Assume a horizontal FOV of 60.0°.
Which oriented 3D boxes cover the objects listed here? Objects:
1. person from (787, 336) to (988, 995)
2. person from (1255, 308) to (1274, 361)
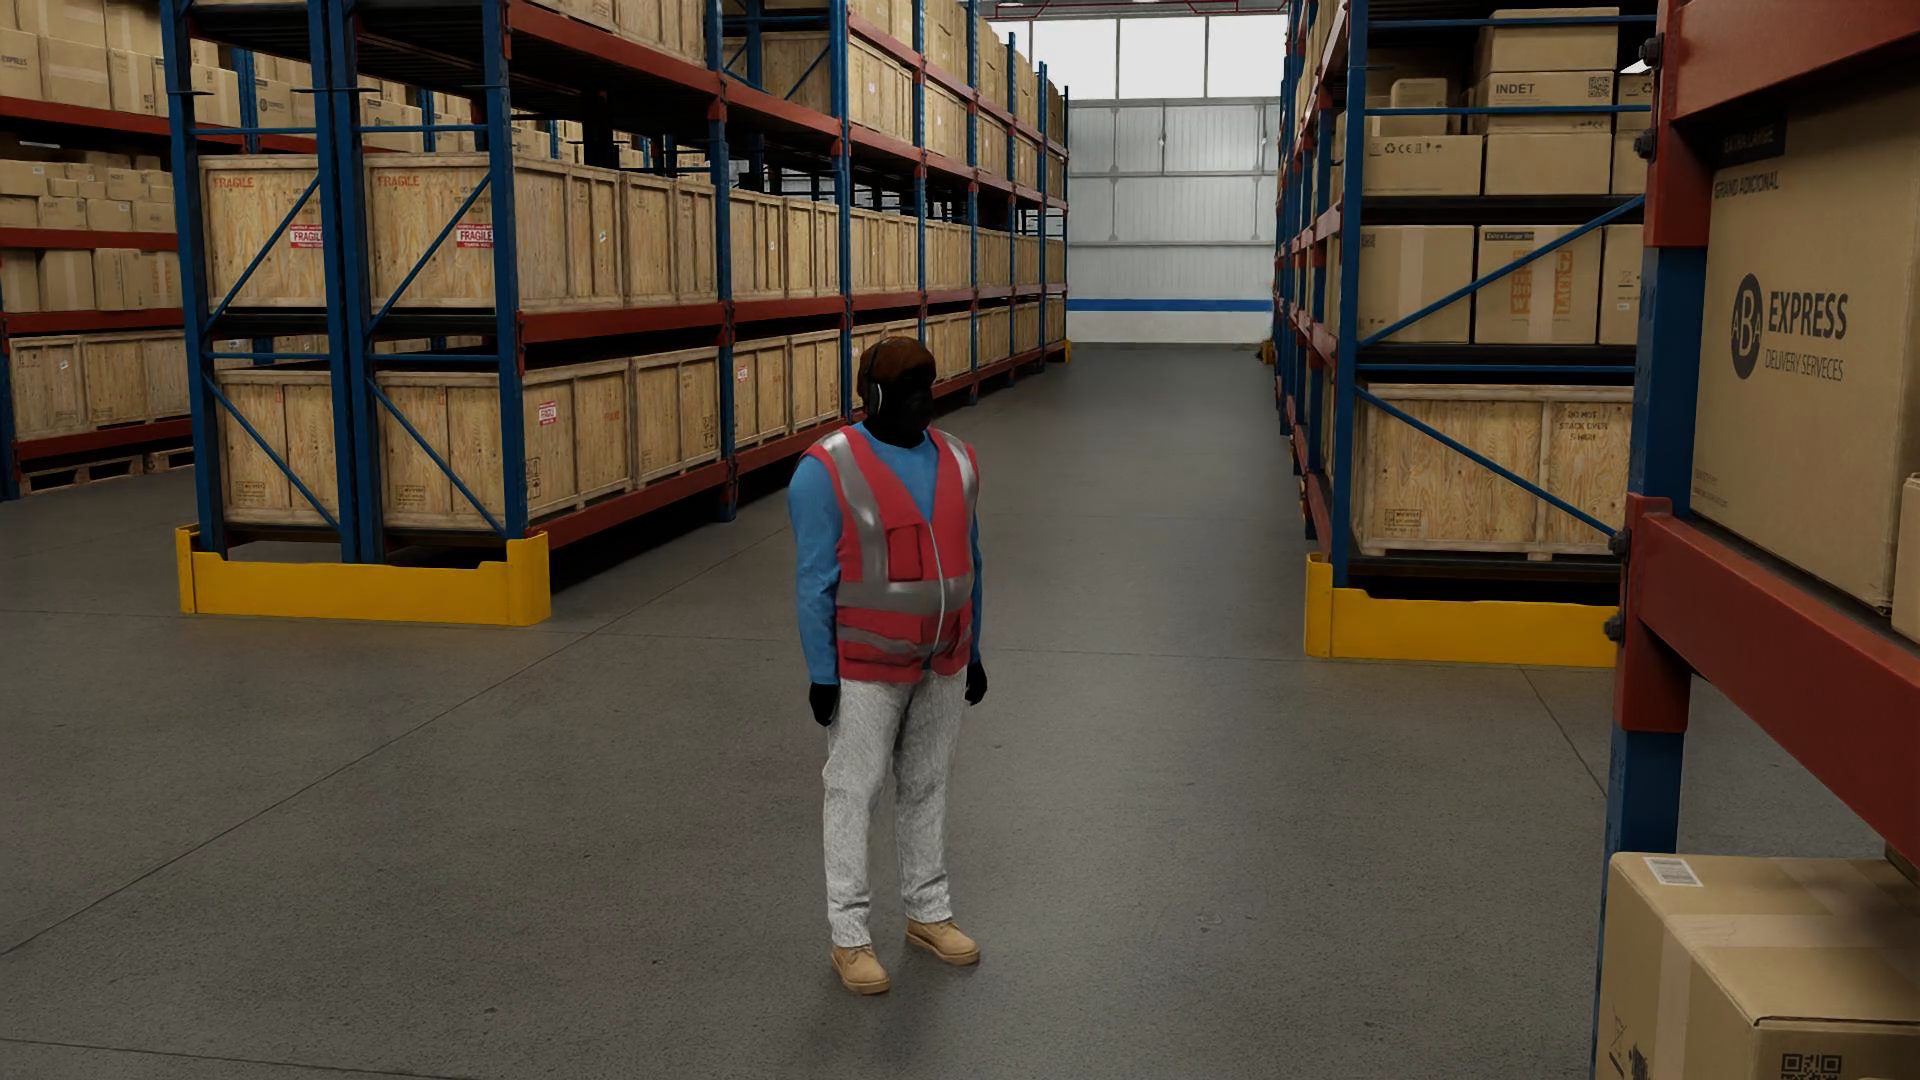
[{"bbox_3d":[-0.173,0.344,4.760,0.625,1.846,0.429,-7,11,-37],"label":"person"},{"bbox_3d":[7.134,-4.941,37.401,0.956,1.903,0.558,2,9,13],"label":"person"}]
